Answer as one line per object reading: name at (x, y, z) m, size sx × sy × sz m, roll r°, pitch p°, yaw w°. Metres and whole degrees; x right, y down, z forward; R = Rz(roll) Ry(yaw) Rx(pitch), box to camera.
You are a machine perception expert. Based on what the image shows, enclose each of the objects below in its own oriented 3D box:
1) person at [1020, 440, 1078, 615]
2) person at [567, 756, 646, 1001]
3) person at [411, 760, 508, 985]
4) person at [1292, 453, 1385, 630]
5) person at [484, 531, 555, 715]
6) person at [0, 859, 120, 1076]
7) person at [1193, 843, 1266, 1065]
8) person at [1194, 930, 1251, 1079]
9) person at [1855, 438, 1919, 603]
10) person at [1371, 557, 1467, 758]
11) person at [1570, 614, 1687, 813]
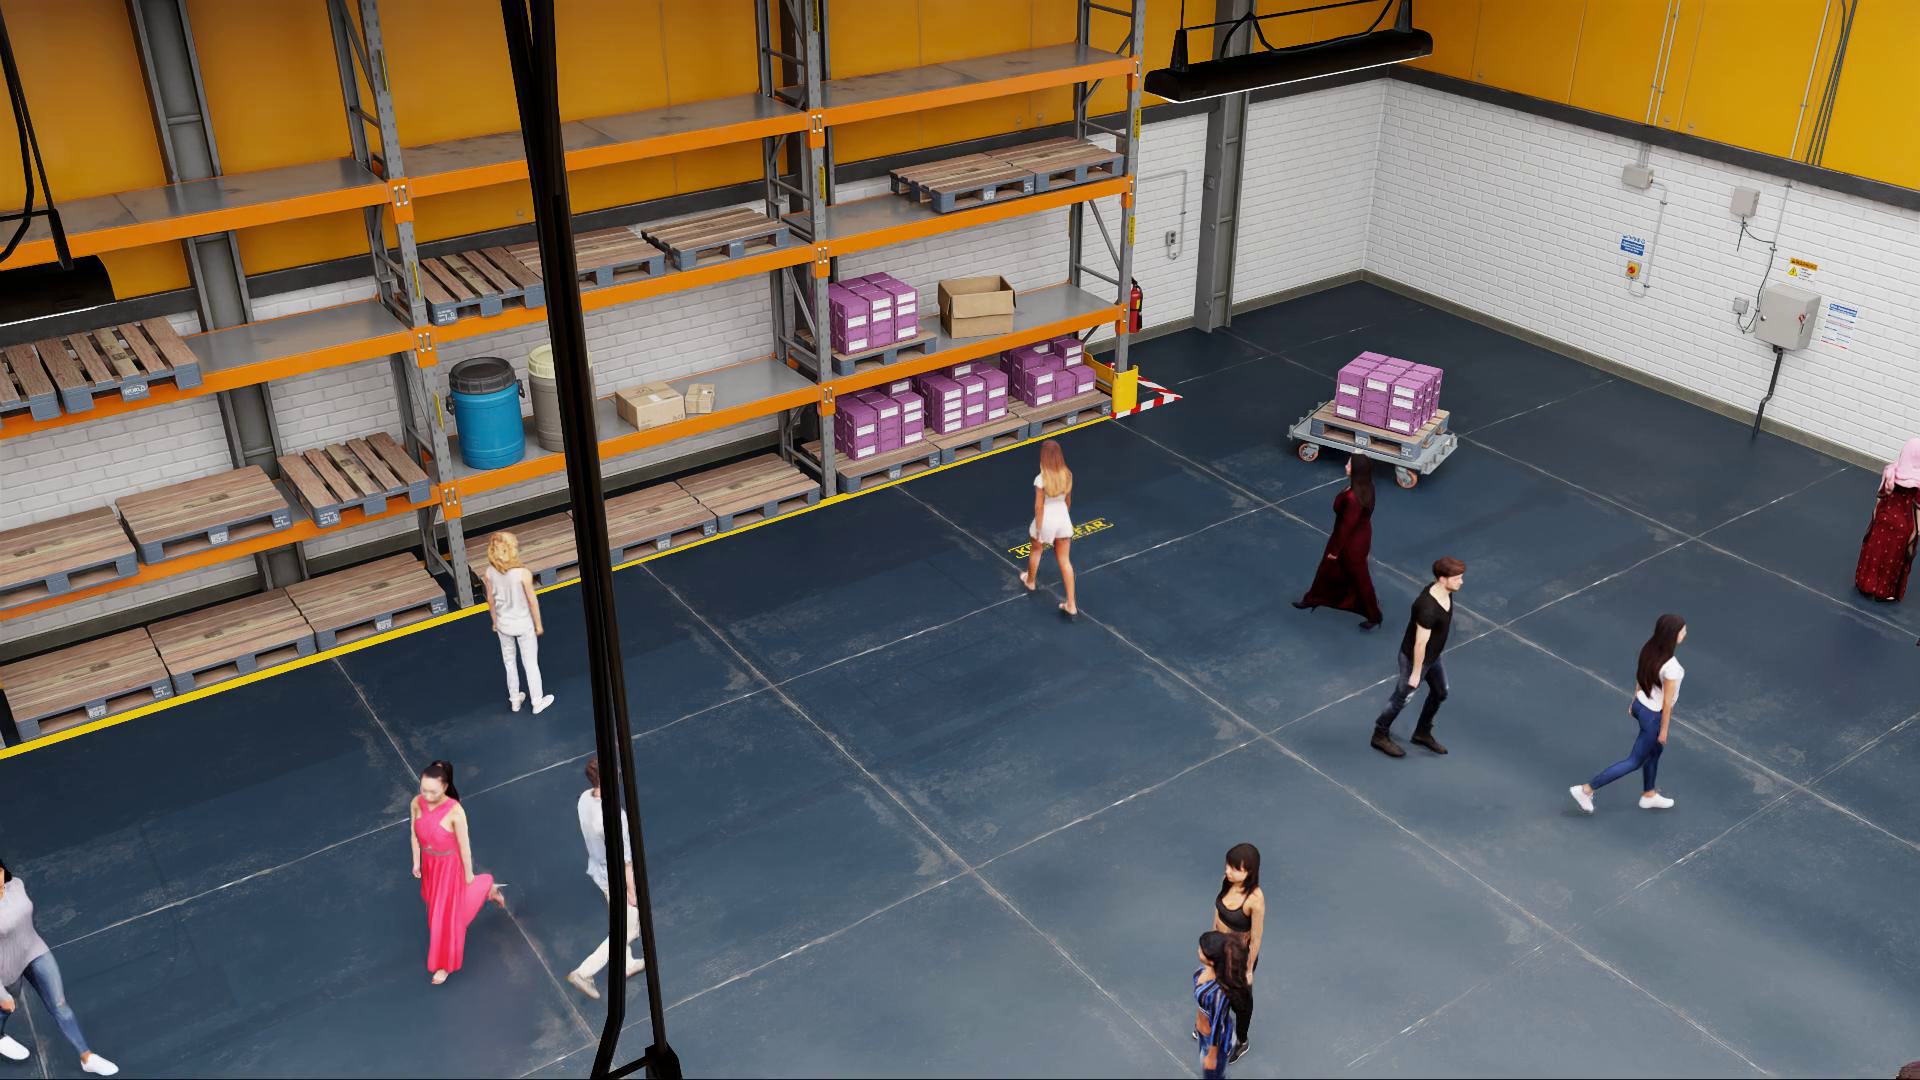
person at (0.893, -0.086, 15.289) m, size 1.105 × 1.650 × 0.768 m, roll -13°, pitch 31°, yaw -23°
person at (-2.338, 2.228, 10.858) m, size 0.874 × 1.832 × 0.634 m, roll -19°, pitch 34°, yaw -31°
person at (-3.389, 2.155, 11.131) m, size 0.908 × 1.698 × 1.104 m, roll 14°, pitch 32°, yaw 24°
person at (3.613, 0.061, 14.959) m, size 1.120 × 1.709 × 1.121 m, roll 9°, pitch 30°, yaw 16°
person at (-3.711, 0.689, 13.846) m, size 0.684 × 1.672 × 0.738 m, roll 6°, pitch 29°, yaw 11°
person at (-5.913, 2.630, 10.275) m, size 1.138 × 1.684 × 1.177 m, roll 9°, pitch 30°, yaw 16°
person at (1.738, 2.563, 10.440) m, size 0.507 × 1.643 × 0.573 m, roll -16°, pitch 32°, yaw -26°
person at (1.499, 2.924, 9.804) m, size 0.743 × 1.619 × 0.701 m, roll 2°, pitch 29°, yaw 3°
person at (8.734, -0.194, 15.502) m, size 0.637 × 1.637 × 0.688 m, roll -14°, pitch 31°, yaw -23°
person at (3.603, 0.913, 13.234) m, size 0.916 × 1.865 × 0.893 m, roll 17°, pitch 33°, yaw 29°
person at (5.116, 1.351, 12.556) m, size 1.172 × 1.745 × 0.997 m, roll 0°, pitch 29°, yaw 0°
